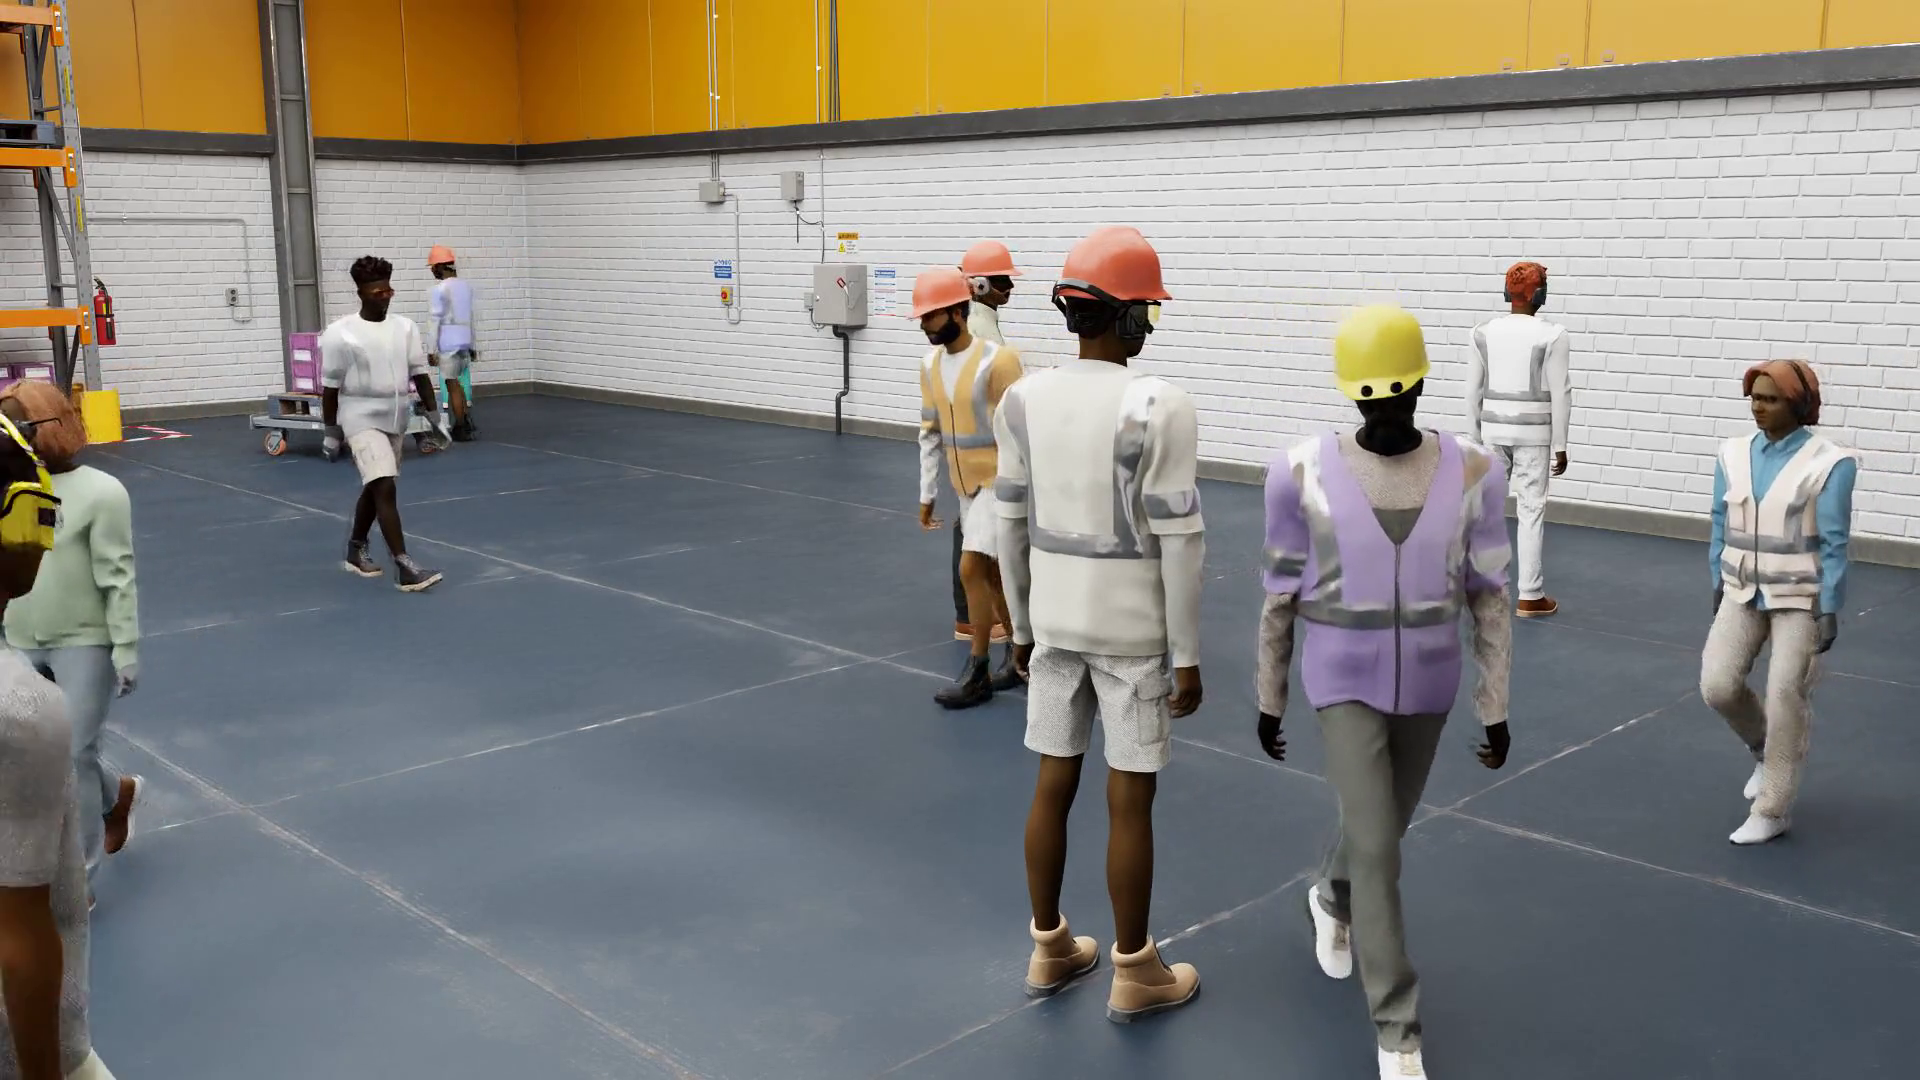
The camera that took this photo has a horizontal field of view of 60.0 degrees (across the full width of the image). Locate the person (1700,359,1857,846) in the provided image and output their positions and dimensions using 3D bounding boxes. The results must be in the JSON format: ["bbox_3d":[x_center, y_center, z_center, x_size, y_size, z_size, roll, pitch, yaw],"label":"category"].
[{"bbox_3d":[2.751,0.206,5.562,0.418,1.628,0.527,-6,12,-28],"label":"person"}]

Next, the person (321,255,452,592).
[{"bbox_3d":[-3.356,-0.676,9.612,1.001,1.915,0.612,6,12,30],"label":"person"}]

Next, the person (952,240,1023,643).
[{"bbox_3d":[0.119,-0.494,8.360,0.380,1.996,0.608,1,10,5],"label":"person"}]

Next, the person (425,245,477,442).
[{"bbox_3d":[-5.013,-1.912,16.310,0.452,1.919,0.577,4,11,22],"label":"person"}]

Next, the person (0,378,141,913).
[{"bbox_3d":[-2.679,0.314,4.992,0.517,1.615,0.659,1,10,7],"label":"person"}]

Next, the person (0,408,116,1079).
[{"bbox_3d":[-1.376,0.715,2.286,0.489,1.822,0.941,4,11,22],"label":"person"}]

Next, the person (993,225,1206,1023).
[{"bbox_3d":[0.375,0.223,4.317,0.605,2.045,0.377,8,13,38],"label":"person"}]

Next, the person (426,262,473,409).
[{"bbox_3d":[-5.945,-2.407,19.418,0.533,1.768,0.310,-4,11,-23],"label":"person"}]

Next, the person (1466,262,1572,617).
[{"bbox_3d":[2.974,-0.531,8.872,0.573,1.883,0.356,10,14,42],"label":"person"}]

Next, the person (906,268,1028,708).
[{"bbox_3d":[0.048,-0.233,7.232,0.788,1.880,0.563,-8,13,-39],"label":"person"}]

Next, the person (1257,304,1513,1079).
[{"bbox_3d":[1.044,0.339,4.192,0.605,1.871,0.944,0,10,-2],"label":"person"}]
